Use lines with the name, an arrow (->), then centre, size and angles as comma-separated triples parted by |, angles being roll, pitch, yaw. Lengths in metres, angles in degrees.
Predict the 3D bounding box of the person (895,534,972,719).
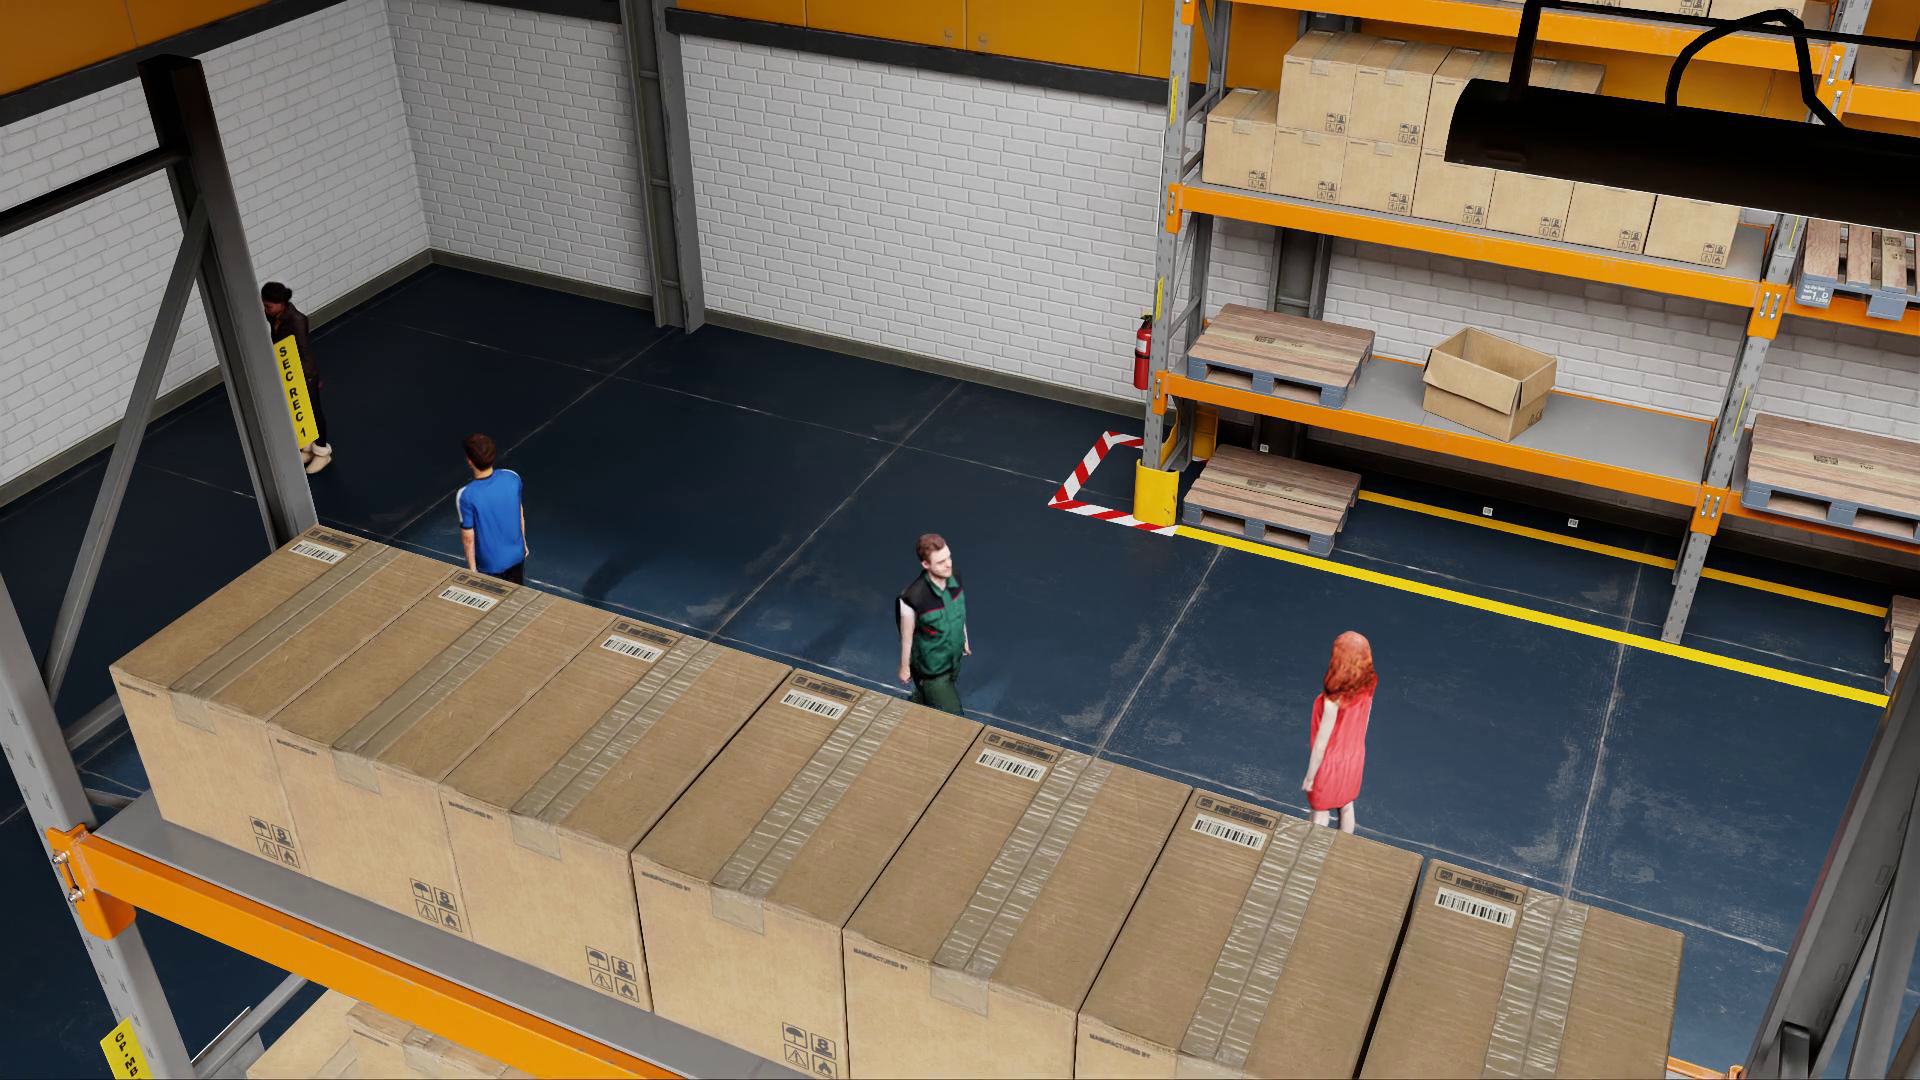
person -> -0.198, 0.719, 10.390 | 1.162, 1.802, 0.802 | 23, 40, 30

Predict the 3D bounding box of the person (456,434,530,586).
person -> -3.069, 0.136, 11.221 | 1.004, 1.852, 0.827 | 28, 43, 35

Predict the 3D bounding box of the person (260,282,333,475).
person -> -5.425, -1.380, 13.679 | 0.580, 1.657, 0.652 | 0, 34, -1

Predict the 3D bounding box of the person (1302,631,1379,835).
person -> 2.157, 1.291, 9.509 | 0.656, 1.825, 0.641 | -26, 41, -33
